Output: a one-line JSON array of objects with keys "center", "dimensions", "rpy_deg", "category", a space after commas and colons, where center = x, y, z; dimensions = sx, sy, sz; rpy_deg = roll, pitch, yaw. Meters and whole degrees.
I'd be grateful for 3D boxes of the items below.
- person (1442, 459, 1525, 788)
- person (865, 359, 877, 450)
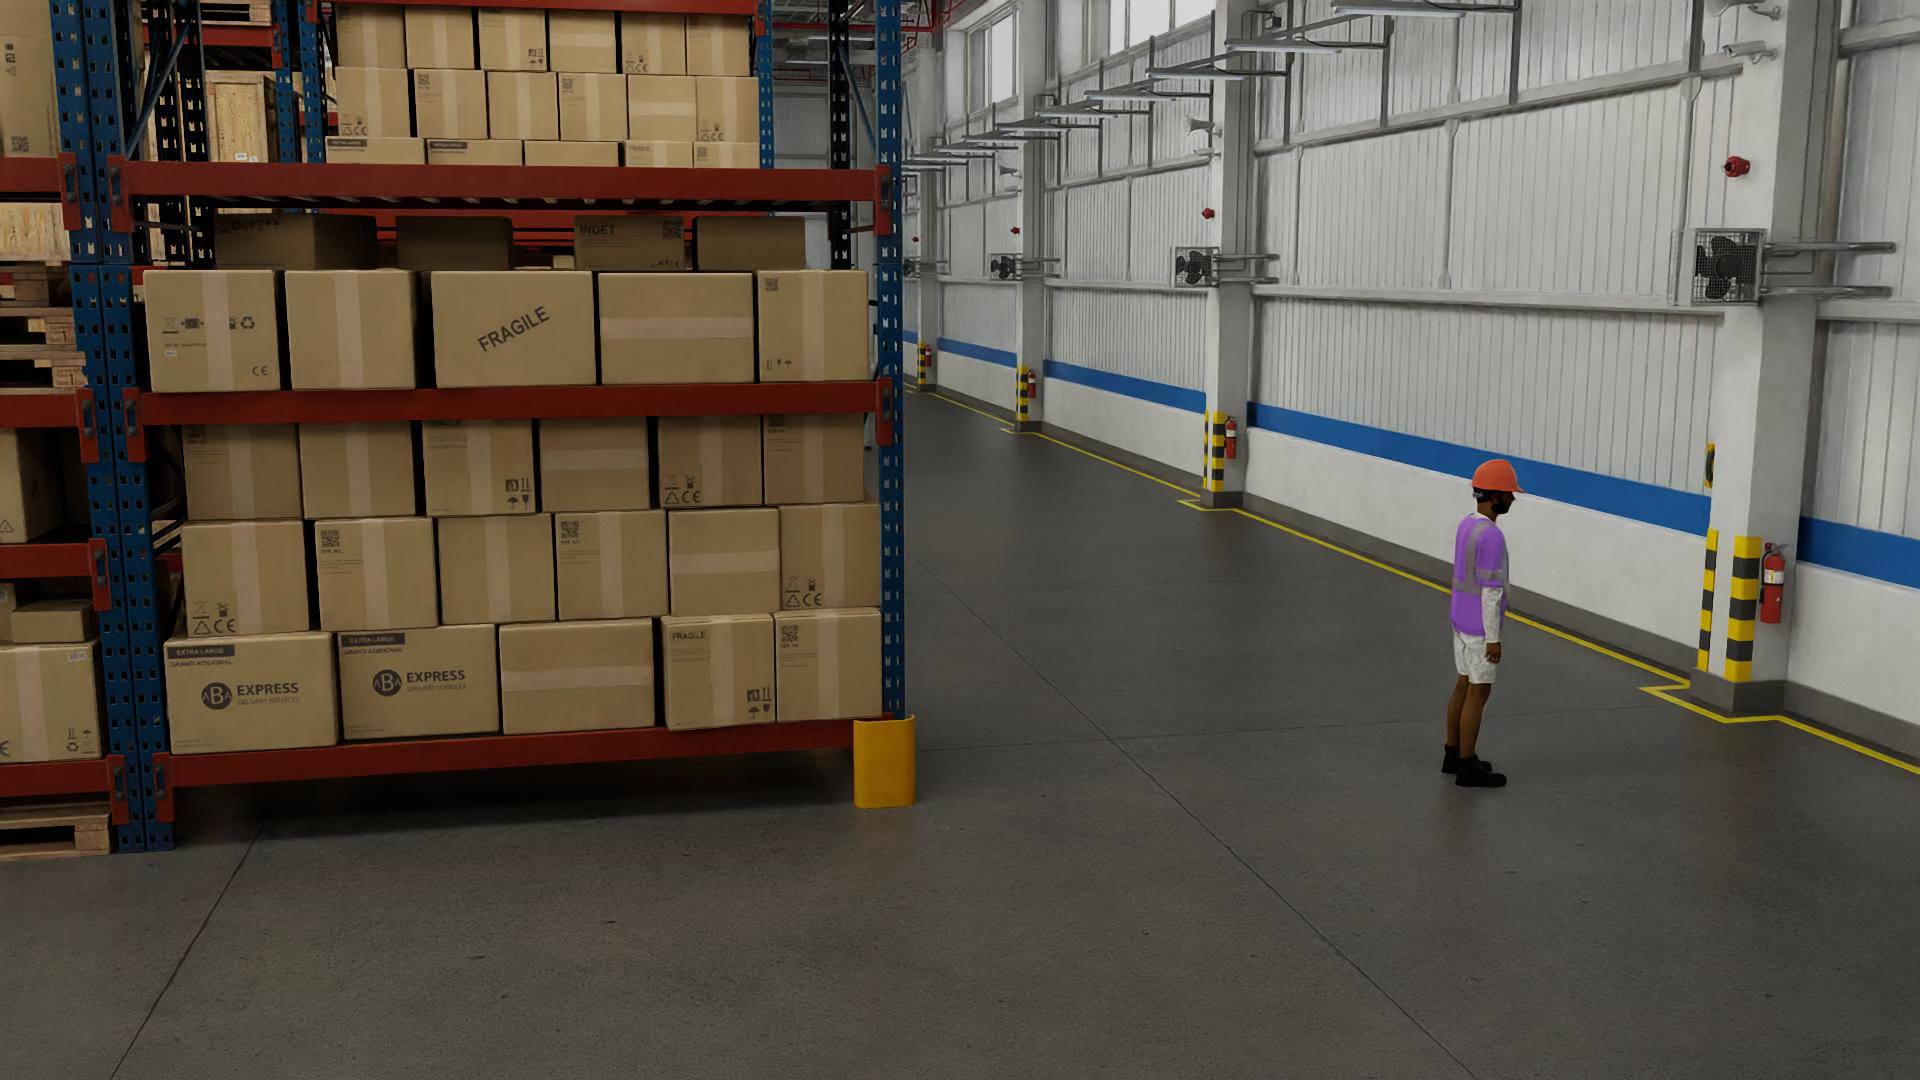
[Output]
[{"center": [3.072, 0.487, 9.749], "dimensions": [0.384, 1.930, 0.540], "rpy_deg": [1, 9, 4], "category": "person"}, {"center": [-1.665, -2.391, 27.606], "dimensions": [0.600, 1.831, 0.404], "rpy_deg": [-3, 10, -20], "category": "person"}]
